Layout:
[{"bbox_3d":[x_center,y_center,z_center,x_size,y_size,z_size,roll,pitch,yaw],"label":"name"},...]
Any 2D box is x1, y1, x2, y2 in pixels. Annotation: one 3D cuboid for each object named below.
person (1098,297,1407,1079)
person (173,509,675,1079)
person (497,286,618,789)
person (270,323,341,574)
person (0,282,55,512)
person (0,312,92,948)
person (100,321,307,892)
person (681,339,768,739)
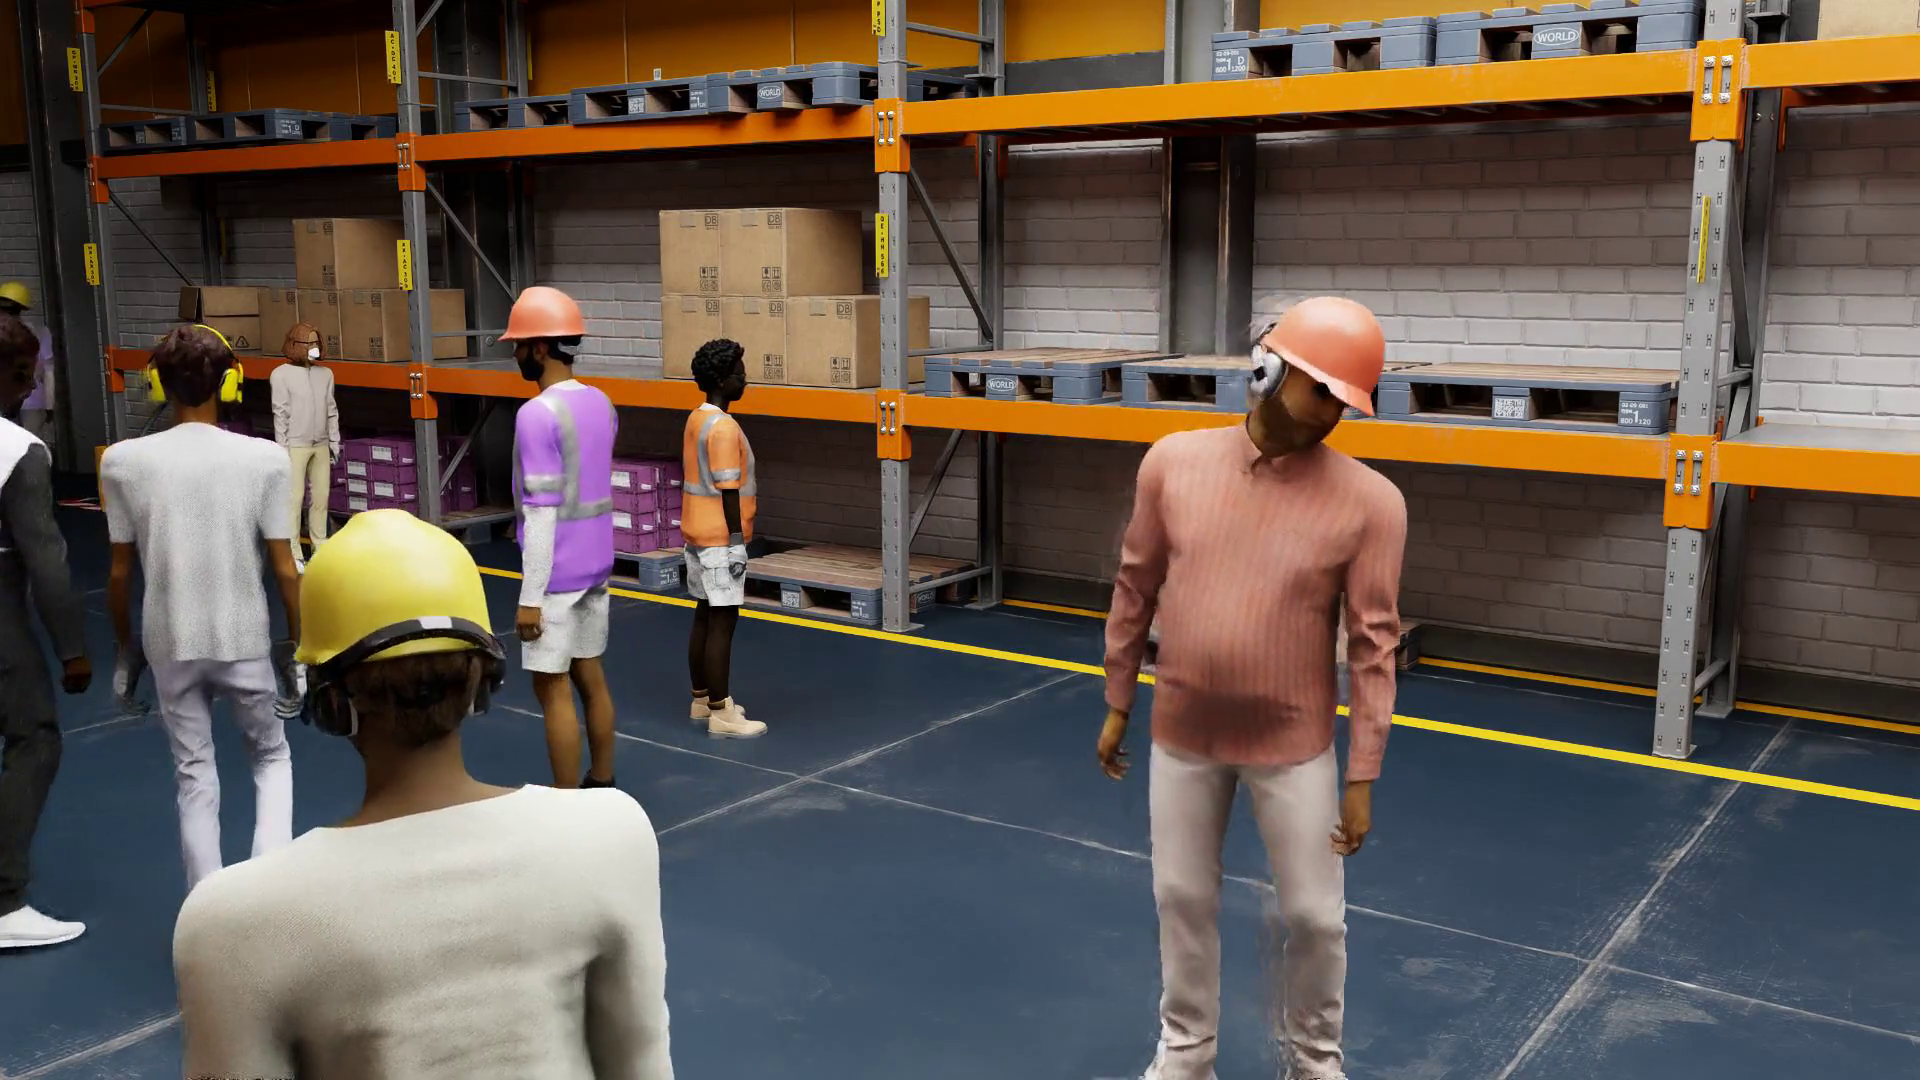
[{"bbox_3d":[0.628,0.443,3.707,0.715,1.949,0.378,5,11,25],"label":"person"},{"bbox_3d":[-0.585,0.840,1.898,0.538,1.755,0.364,-6,11,-30],"label":"person"},{"bbox_3d":[-1.389,0.101,5.752,0.367,1.935,0.554,2,10,14],"label":"person"},{"bbox_3d":[-4.241,-0.595,10.823,0.282,1.625,0.492,5,11,29],"label":"person"},{"bbox_3d":[-7.321,-1.063,12.908,0.586,1.872,0.909,-6,11,-33],"label":"person"},{"bbox_3d":[-2.919,0.274,4.904,0.680,1.882,0.500,2,10,14],"label":"person"},{"bbox_3d":[-2.115,0.320,4.686,0.532,1.854,0.375,-3,10,-18],"label":"person"},{"bbox_3d":[-1.020,-0.008,7.104,0.316,1.696,0.542,-4,10,-23],"label":"person"}]
